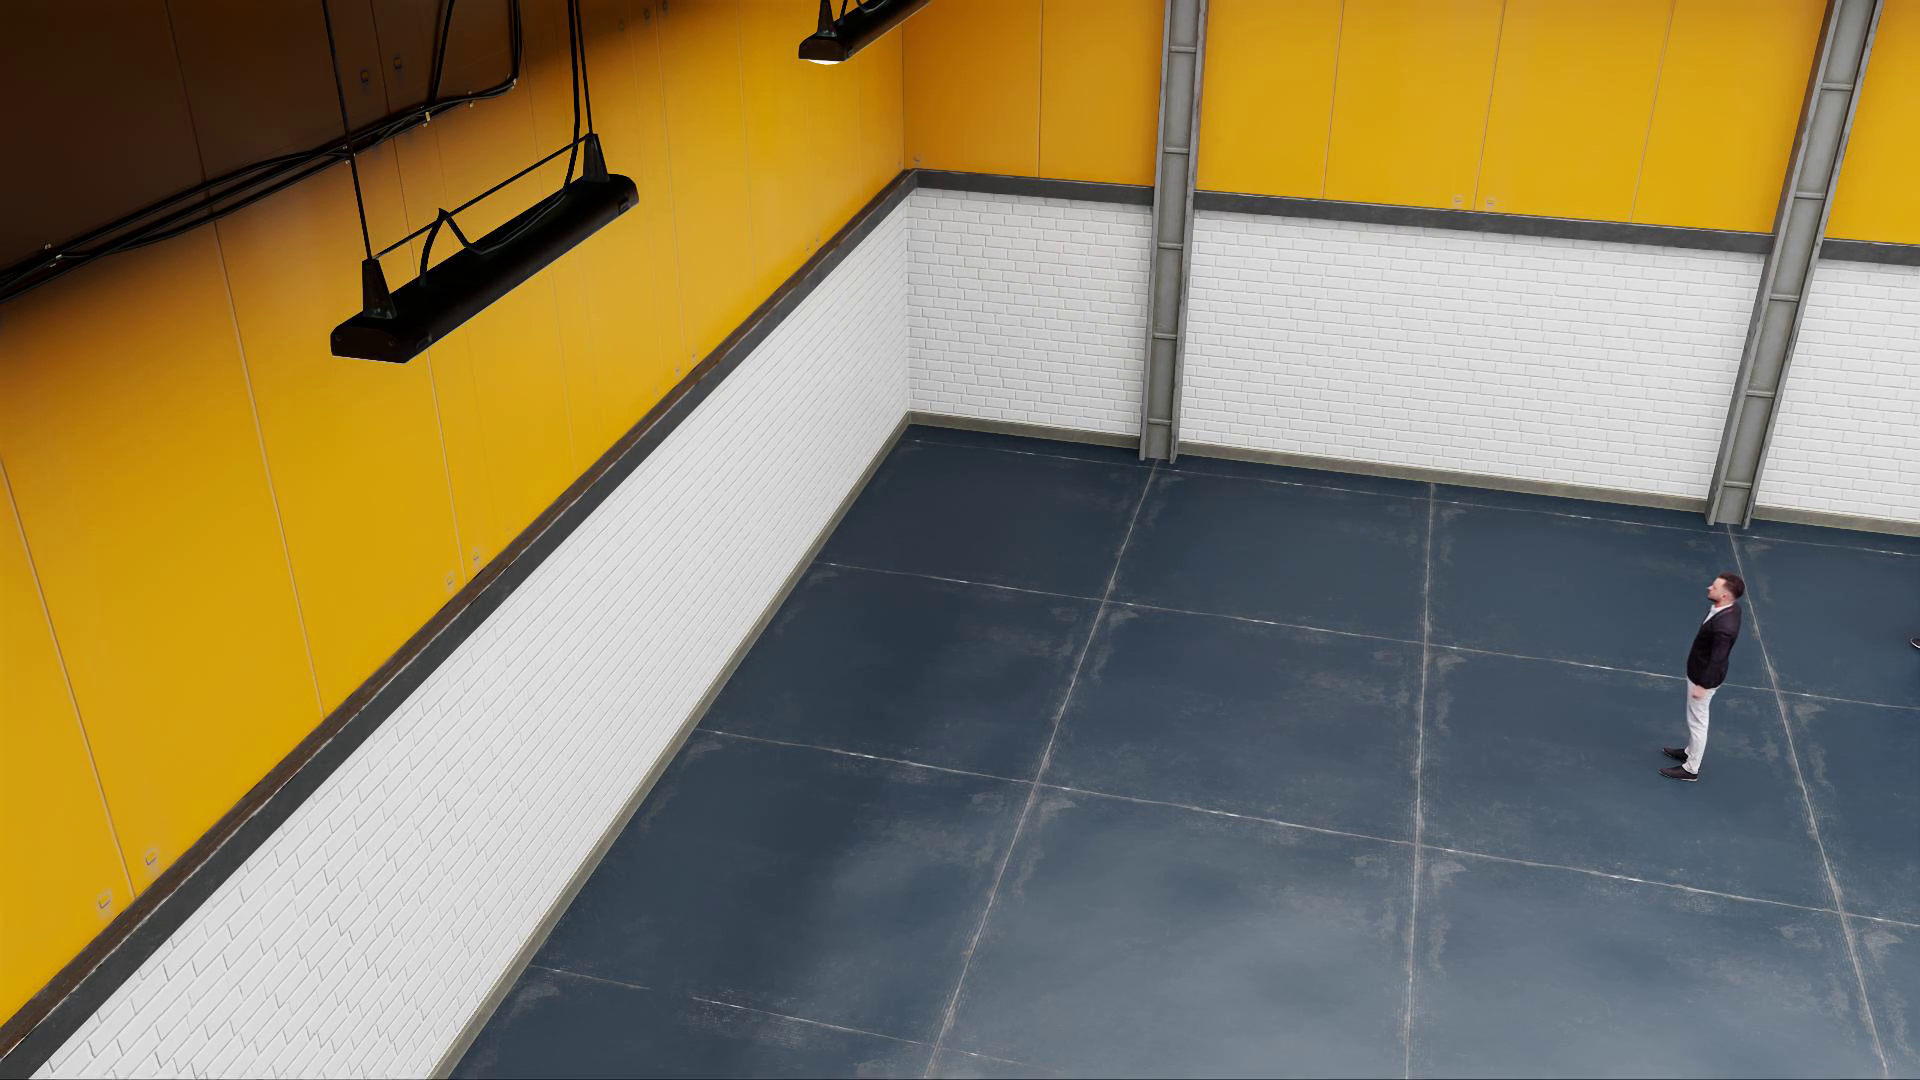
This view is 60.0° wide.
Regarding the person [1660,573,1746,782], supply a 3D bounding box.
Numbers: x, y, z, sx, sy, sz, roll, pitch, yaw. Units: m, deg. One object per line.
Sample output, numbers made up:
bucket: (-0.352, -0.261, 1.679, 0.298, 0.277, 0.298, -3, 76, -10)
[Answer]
person: (5.927, 1.072, 13.173, 0.641, 1.844, 0.709, 15, 32, 25)
